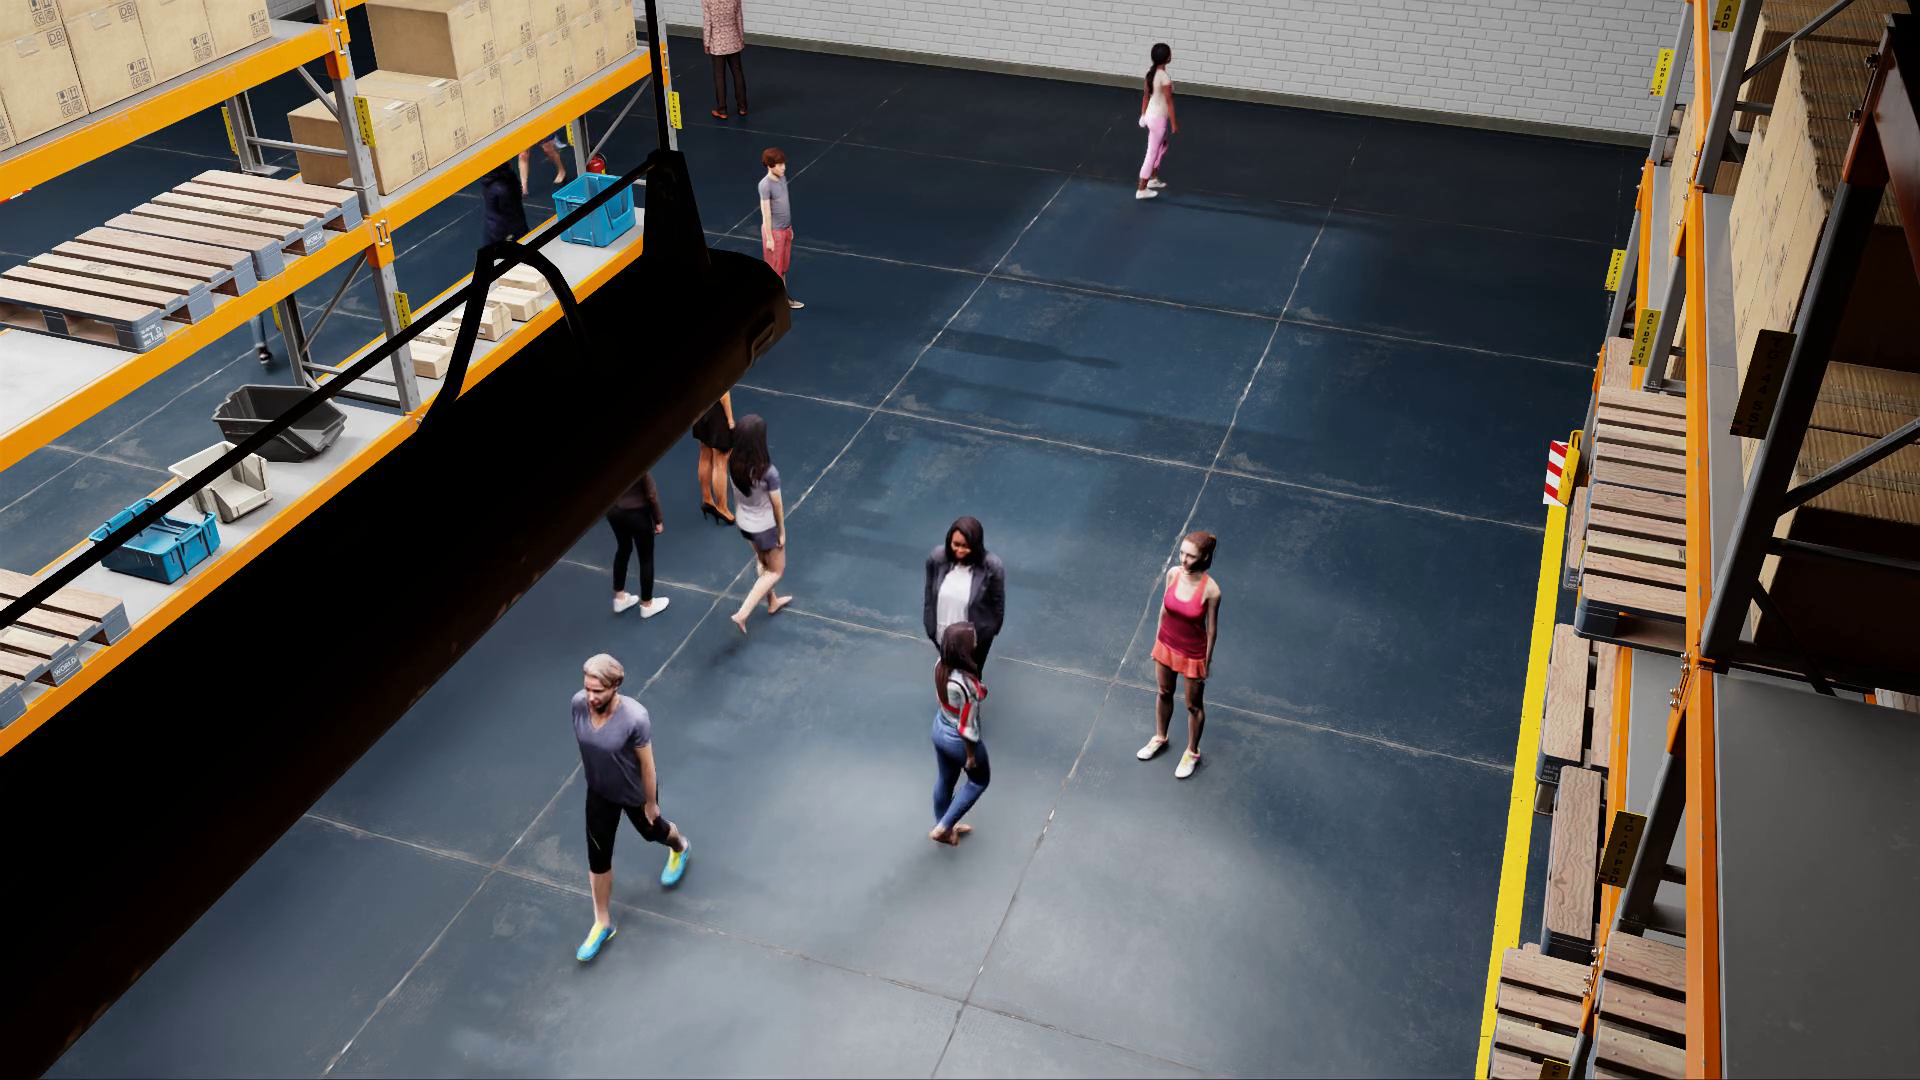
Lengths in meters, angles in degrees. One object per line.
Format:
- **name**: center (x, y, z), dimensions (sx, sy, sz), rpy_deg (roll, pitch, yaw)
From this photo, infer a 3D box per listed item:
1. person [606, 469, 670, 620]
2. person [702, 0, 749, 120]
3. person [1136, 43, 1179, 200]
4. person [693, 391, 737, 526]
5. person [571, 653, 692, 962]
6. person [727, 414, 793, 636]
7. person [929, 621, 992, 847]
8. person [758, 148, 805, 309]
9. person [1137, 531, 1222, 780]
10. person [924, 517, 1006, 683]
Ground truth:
- **person**: center (-2.351, -0.182, 11.676), dimensions (0.664, 1.698, 0.606), rpy_deg (18, 37, 25)
- **person**: center (-2.899, -6.123, 20.513), dimensions (0.757, 1.808, 0.827), rpy_deg (-16, 37, -23)
- **person**: center (2.079, -4.568, 18.249), dimensions (0.807, 1.725, 0.748), rpy_deg (-10, 35, -15)
- **person**: center (-1.893, -0.947, 12.702), dimensions (0.670, 1.834, 0.663), rpy_deg (-28, 43, -35)
- **person**: center (-1.816, 1.353, 9.240), dimensions (0.657, 1.838, 1.210), rpy_deg (12, 35, 17)
- **person**: center (-1.438, -0.086, 11.540), dimensions (0.751, 1.688, 0.995), rpy_deg (20, 39, 28)
- **person**: center (-0.079, 1.178, 9.715), dimensions (0.800, 1.604, 0.749), rpy_deg (-20, 39, -27)
- **person**: center (-1.757, -2.944, 15.873), dimensions (0.642, 1.651, 0.468), rpy_deg (13, 36, 19)
- **person**: center (1.393, 0.688, 10.317), dimensions (0.638, 1.753, 0.654), rpy_deg (24, 41, 32)
- **person**: center (0.025, 0.516, 10.734), dimensions (0.690, 1.577, 1.034), rpy_deg (10, 35, 14)
